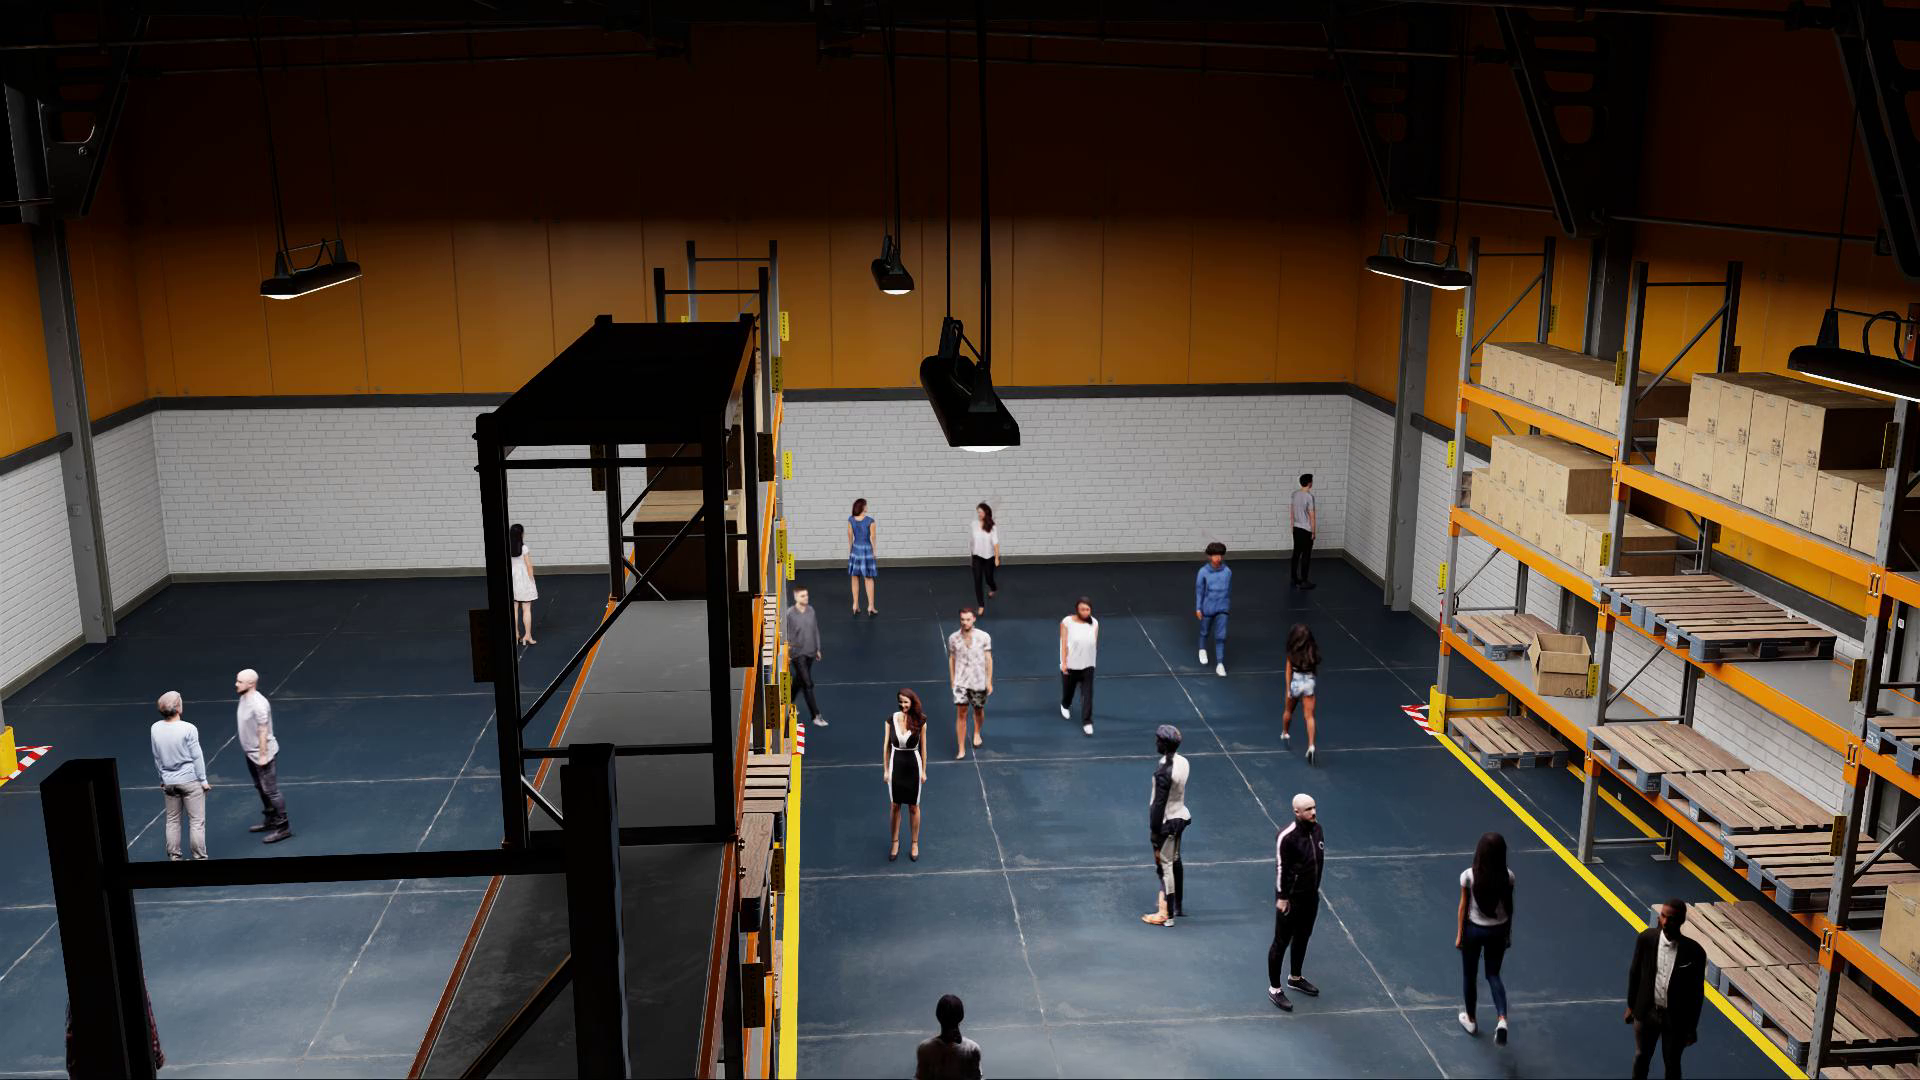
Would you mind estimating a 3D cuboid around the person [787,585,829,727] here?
[{"bbox_3d":[-2.011,1.418,20.729,1.075,1.716,1.199,-13,19,-42],"label":"person"}]

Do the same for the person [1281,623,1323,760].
[{"bbox_3d":[4.028,1.799,19.439,0.565,1.584,1.019,-2,14,-7],"label":"person"}]

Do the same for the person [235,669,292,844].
[{"bbox_3d":[-7.241,2.206,17.246,0.818,1.825,0.727,-12,18,-40],"label":"person"}]

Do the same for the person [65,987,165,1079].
[{"bbox_3d":[-5.864,3.611,11.604,0.822,1.750,0.880,-4,14,-15],"label":"person"}]

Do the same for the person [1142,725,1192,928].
[{"bbox_3d":[1.930,2.624,15.376,0.821,1.893,0.727,8,16,30],"label":"person"}]

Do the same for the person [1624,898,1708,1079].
[{"bbox_3d":[5.135,3.455,12.141,0.725,1.800,0.786,11,18,39],"label":"person"}]

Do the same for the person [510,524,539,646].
[{"bbox_3d":[-6.303,0.632,23.855,0.760,1.774,0.784,5,15,21],"label":"person"}]

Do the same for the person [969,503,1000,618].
[{"bbox_3d":[0.373,0.276,25.352,0.828,1.760,1.064,4,14,16],"label":"person"}]

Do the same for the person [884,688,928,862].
[{"bbox_3d":[-0.551,2.348,16.722,0.614,1.795,0.541,1,14,5],"label":"person"}]

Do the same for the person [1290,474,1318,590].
[{"bbox_3d":[5.546,-0.158,26.928,0.812,1.862,0.650,-8,16,-30],"label":"person"}]

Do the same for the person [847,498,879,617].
[{"bbox_3d":[-1.480,0.251,25.354,0.760,1.807,0.756,6,15,23],"label":"person"}]

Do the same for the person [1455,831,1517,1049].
[{"bbox_3d":[4.215,3.208,13.255,0.601,1.756,0.936,-1,14,-3],"label":"person"}]

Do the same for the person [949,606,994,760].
[{"bbox_3d":[0.147,1.640,19.683,0.821,1.777,1.164,1,14,5],"label":"person"}]

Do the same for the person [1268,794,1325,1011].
[{"bbox_3d":[2.823,2.989,13.987,0.766,1.836,0.786,-11,18,-39],"label":"person"}]

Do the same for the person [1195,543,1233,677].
[{"bbox_3d":[3.437,0.907,22.725,0.682,1.771,1.139,-1,14,-6],"label":"person"}]

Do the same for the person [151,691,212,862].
[{"bbox_3d":[-7.645,2.391,16.335,0.706,1.894,0.662,2,14,8],"label":"person"}]

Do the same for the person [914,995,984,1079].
[{"bbox_3d":[-0.083,3.811,10.751,0.648,1.762,0.635,0,14,1],"label":"person"}]

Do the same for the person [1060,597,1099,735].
[{"bbox_3d":[1.442,1.505,20.498,0.673,1.655,1.089,-2,14,-7],"label":"person"}]
